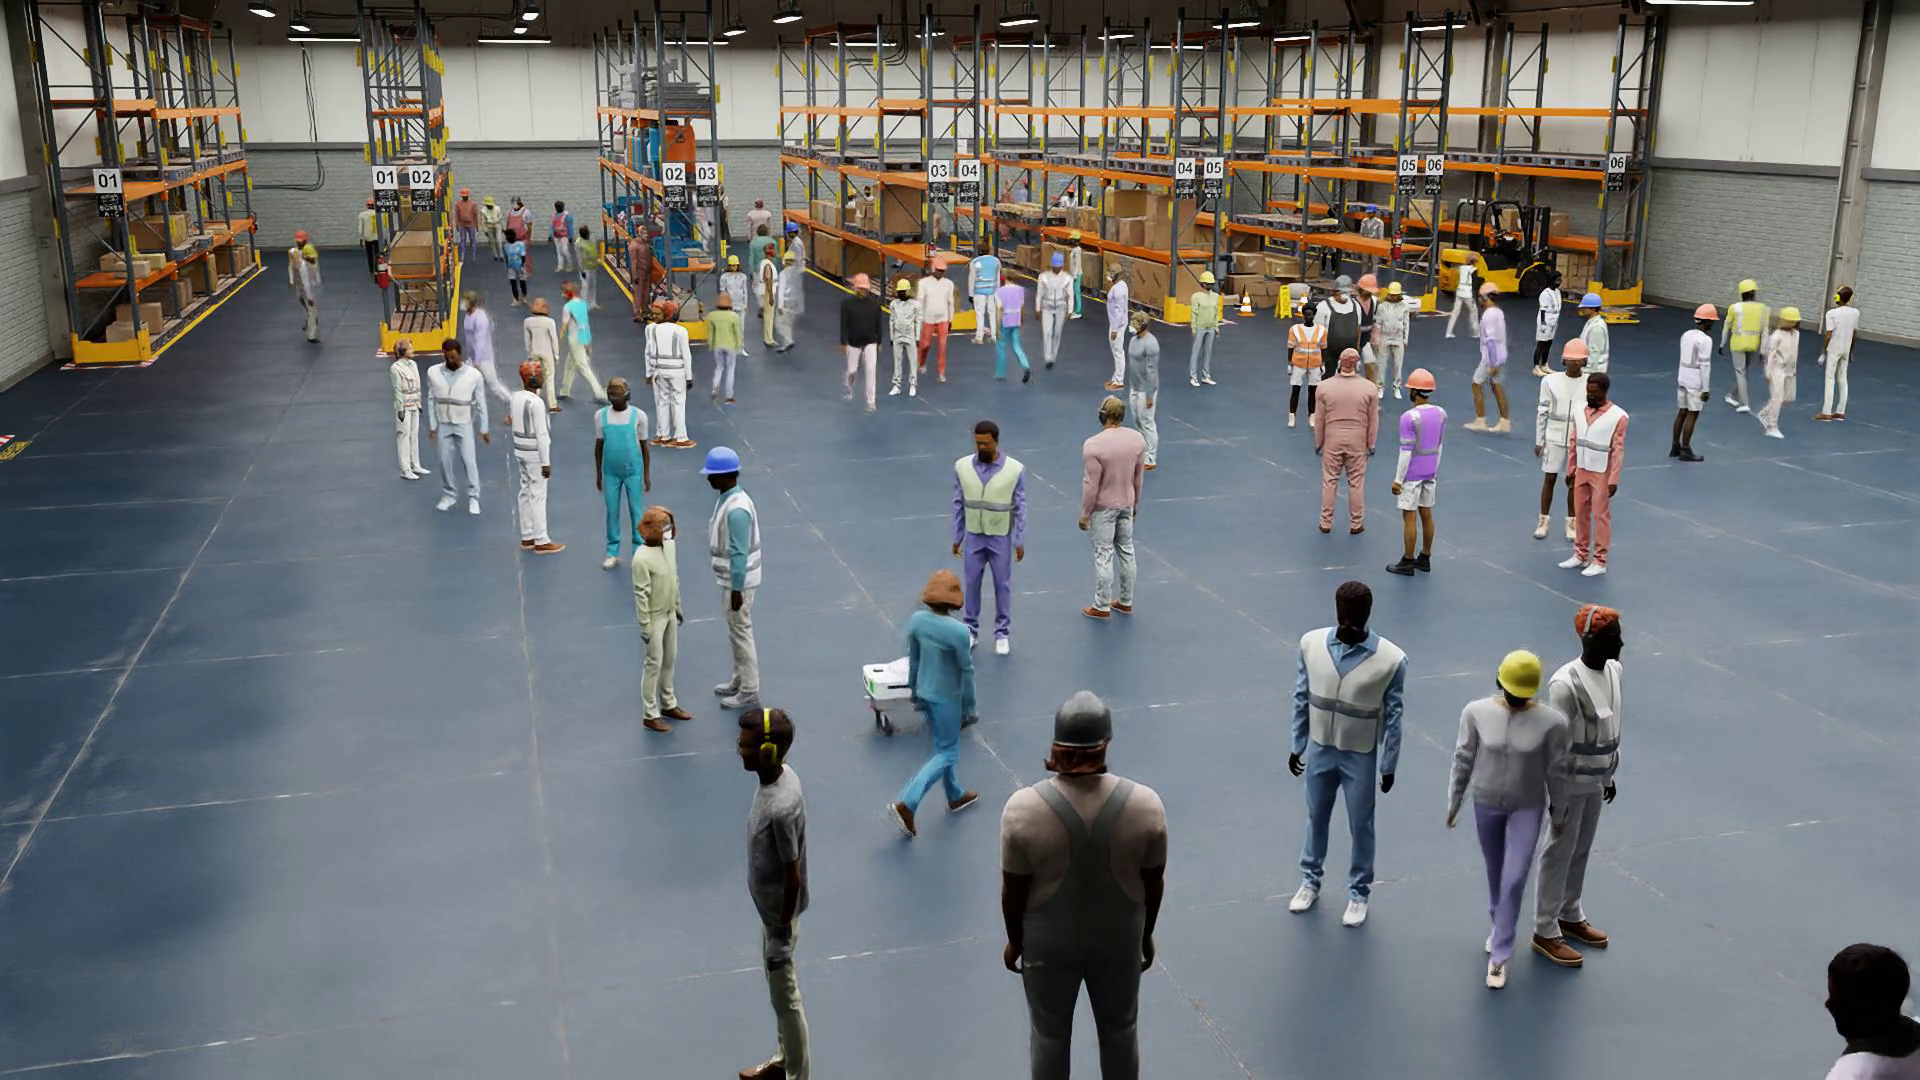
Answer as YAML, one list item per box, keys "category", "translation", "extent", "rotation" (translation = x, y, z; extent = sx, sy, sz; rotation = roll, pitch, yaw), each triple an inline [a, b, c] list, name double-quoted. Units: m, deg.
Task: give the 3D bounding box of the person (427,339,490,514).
- category: "person"
  translation: [-5.384, -1.233, 17.852]
  extent: [0.686, 1.897, 0.497]
  rotation: [0, 15, 0]

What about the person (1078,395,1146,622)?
- category: "person"
  translation: [1.280, -0.269, 14.146]
  extent: [0.627, 1.940, 0.372]
  rotation: [-10, 18, -32]

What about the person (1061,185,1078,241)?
- category: "person"
  translation: [3.214, -9.312, 48.244]
  extent: [0.572, 1.897, 0.903]
  rotation: [-1, 15, -4]

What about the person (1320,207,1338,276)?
- category: "person"
  translation: [9.307, -7.506, 41.849]
  extent: [0.533, 1.692, 0.322]
  rotation: [8, 17, 28]

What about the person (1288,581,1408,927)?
- category: "person"
  translation: [2.079, 1.126, 8.958]
  extent: [0.595, 1.911, 0.388]
  rotation: [9, 17, 31]

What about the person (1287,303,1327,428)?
- category: "person"
  translation: [4.675, -2.352, 22.446]
  extent: [0.540, 1.695, 0.317]
  rotation: [1, 15, 4]

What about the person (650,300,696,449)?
- category: "person"
  translation: [-3.651, -2.099, 21.135]
  extent: [0.585, 1.882, 0.337]
  rotation: [8, 17, 27]

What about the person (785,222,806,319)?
- category: "person"
  translation: [-3.319, -5.435, 33.591]
  extent: [0.409, 1.936, 0.602]
  rotation: [-3, 15, -10]

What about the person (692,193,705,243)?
- category: "person"
  translation: [-7.801, -9.652, 49.564]
  extent: [0.606, 1.884, 0.453]
  rotation: [-12, 19, -39]

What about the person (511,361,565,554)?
- category: "person"
  translation: [-4.172, -0.807, 16.277]
  extent: [0.357, 1.881, 0.574]
  rotation: [-12, 19, -38]

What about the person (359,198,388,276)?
- category: "person"
  translation: [-14.589, -7.522, 41.411]
  extent: [0.659, 1.941, 1.003]
  rotation: [-4, 15, -15]

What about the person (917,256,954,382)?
- category: "person"
  translation: [-0.401, -3.497, 26.234]
  extent: [0.624, 1.971, 0.701]
  rotation: [-4, 15, -15]

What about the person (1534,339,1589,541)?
- category: "person"
  translation: [6.099, -0.996, 16.690]
  extent: [0.632, 2.040, 0.407]
  rotation: [5, 16, 20]

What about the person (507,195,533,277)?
- category: "person"
  translation: [-11.000, -7.573, 41.434]
  extent: [0.683, 2.000, 0.535]
  rotation: [4, 15, 13]

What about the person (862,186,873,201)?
- category: "person"
  translation: [-2.695, -9.529, 49.154]
  extent: [0.507, 1.860, 0.333]
  rotation: [12, 19, 39]

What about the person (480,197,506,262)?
- category: "person"
  translation: [-12.683, -8.446, 45.253]
  extent: [0.639, 1.767, 0.927]
  rotation: [-5, 16, -17]

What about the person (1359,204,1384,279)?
- category: "person"
  translation: [9.672, -6.928, 39.183]
  extent: [0.400, 1.948, 0.605]
  rotation: [-14, 20, -43]

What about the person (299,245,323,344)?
- category: "person"
  translation: [-11.777, -4.473, 30.272]
  extent: [0.406, 1.788, 0.771]
  rotation: [-2, 15, -9]

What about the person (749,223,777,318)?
- category: "person"
  translation: [-3.995, -5.440, 33.652]
  extent: [0.642, 1.915, 0.431]
  rotation: [-9, 18, -32]

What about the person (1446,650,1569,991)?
- category: "person"
  translation: [2.737, 1.370, 8.370]
  extent: [0.565, 1.714, 0.789]
  rotation: [8, 17, 27]

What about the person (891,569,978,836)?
- category: "person"
  translation: [-0.147, 0.965, 10.126]
  extent: [0.726, 1.607, 0.518]
  rotation: [-13, 20, -40]

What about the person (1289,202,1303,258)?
- category: "person"
  translation: [8.749, -7.860, 43.062]
  extent: [0.348, 1.760, 0.528]
  rotation: [-7, 16, -25]

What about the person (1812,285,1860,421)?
- category: "person"
  translation: [12.088, -2.573, 22.945]
  extent: [0.521, 1.873, 0.335]
  rotation: [-3, 15, -10]

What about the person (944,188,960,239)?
- category: "person"
  translation: [-0.255, -10.338, 52.639]
  extent: [0.507, 1.627, 0.280]
  rotation: [5, 16, 17]

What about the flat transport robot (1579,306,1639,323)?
- category: "flat transport robot"
  translation: [13.021, -4.528, 33.369]
  extent: [0.652, 0.197, 1.431]
  rotation: [0, 15, -1]

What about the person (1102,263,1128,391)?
- category: "person"
  translation: [2.380, -3.249, 25.361]
  extent: [0.372, 1.939, 0.631]
  rotation: [1, 15, 5]

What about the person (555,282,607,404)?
- category: "person"
  translation: [-5.583, -2.869, 24.255]
  extent: [0.950, 1.792, 0.555]
  rotation: [2, 15, 8]

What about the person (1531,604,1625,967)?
- category: "person"
  translation: [3.202, 1.243, 8.561]
  extent: [0.574, 1.884, 0.356]
  rotation: [-14, 20, -42]

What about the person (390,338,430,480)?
- category: "person"
  translation: [-6.470, -1.541, 19.495]
  extent: [0.306, 1.645, 0.522]
  rotation: [2, 15, 7]

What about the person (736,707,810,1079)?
- category: "person"
  translation: [-0.815, 1.608, 7.214]
  extent: [0.317, 1.870, 0.531]
  rotation: [-3, 15, -12]

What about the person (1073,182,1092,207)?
- category: "person"
  translation: [3.797, -10.250, 51.934]
  extent: [0.642, 1.832, 0.431]
  rotation: [1, 15, 3]

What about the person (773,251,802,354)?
- category: "person"
  translation: [-2.999, -4.098, 28.837]
  extent: [0.430, 1.795, 0.619]
  rotation: [7, 17, 25]

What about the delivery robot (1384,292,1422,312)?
- category: "delivery robot"
  translation: [8.909, -4.745, 33.452]
  extent: [0.707, 0.478, 0.477]
  rotation: [-4, 16, -14]

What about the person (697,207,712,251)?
- category: "person"
  translation: [-7.448, -9.323, 48.481]
  extent: [0.447, 1.808, 0.687]
  rotation: [-7, 16, -25]

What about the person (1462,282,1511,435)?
- category: "person"
  translation: [7.045, -2.395, 22.029]
  extent: [0.752, 1.990, 0.623]
  rotation: [12, 19, 38]

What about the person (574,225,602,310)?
- category: "person"
  translation: [-7.743, -5.680, 34.786]
  extent: [0.433, 1.809, 0.746]
  rotation: [6, 16, 22]

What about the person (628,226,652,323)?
- category: "person"
  translation: [-6.318, -5.285, 33.109]
  extent: [0.400, 1.900, 0.644]
  rotation: [5, 16, 18]

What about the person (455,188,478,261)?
- category: "person"
  translation: [-13.470, -8.610, 45.443]
  extent: [0.610, 1.986, 0.392]
  rotation: [-3, 15, -10]

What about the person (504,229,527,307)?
- category: "person"
  translation: [-9.520, -5.840, 35.661]
  extent: [0.532, 1.644, 0.731]
  rotation: [2, 15, 6]

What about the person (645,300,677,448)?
- category: "person"
  translation: [-3.770, -2.124, 21.244]
  extent: [0.579, 1.879, 0.349]
  rotation: [8, 17, 28]
